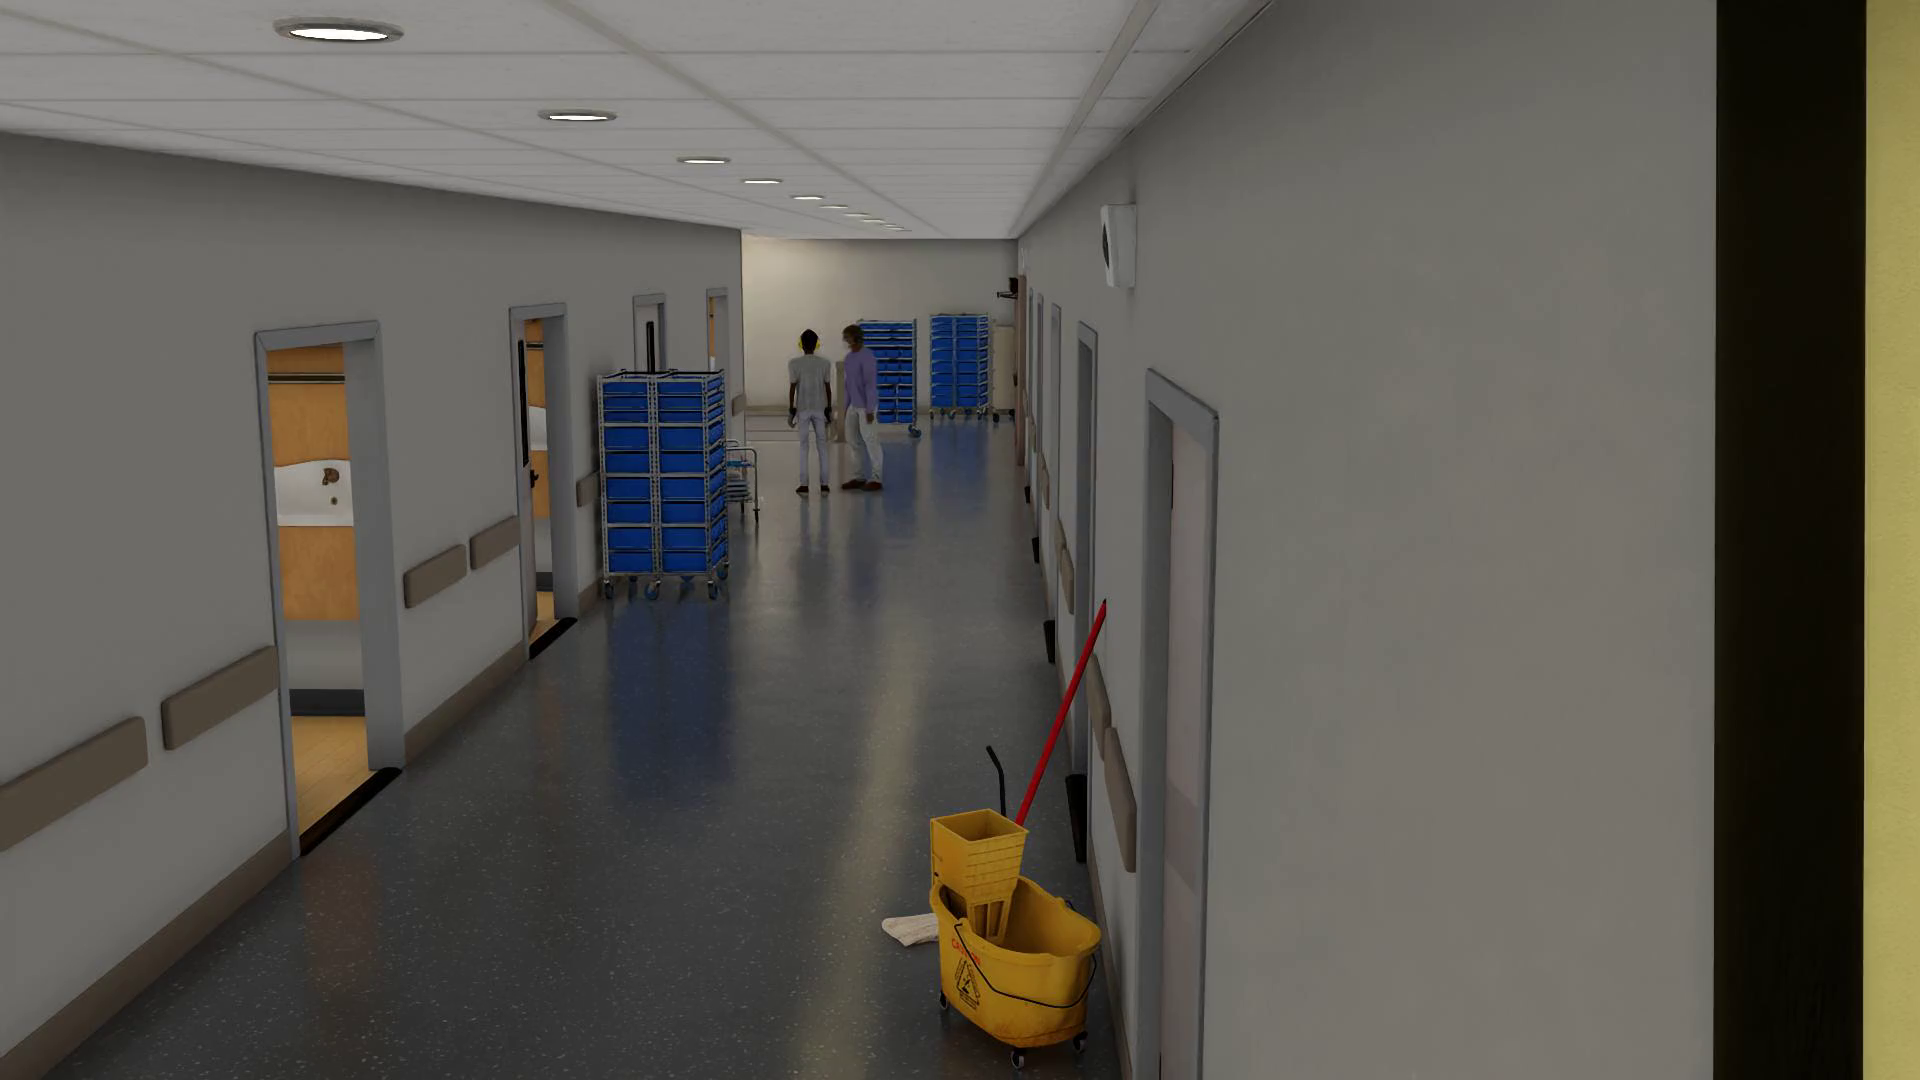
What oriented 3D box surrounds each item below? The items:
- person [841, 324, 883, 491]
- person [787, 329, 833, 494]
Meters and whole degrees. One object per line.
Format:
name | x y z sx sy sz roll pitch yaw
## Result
person | -1.148 -1.514 19.127 0.443 1.918 0.637 -5 11 -27
person | -1.706 -1.453 18.882 0.513 1.871 0.329 -2 10 -15
